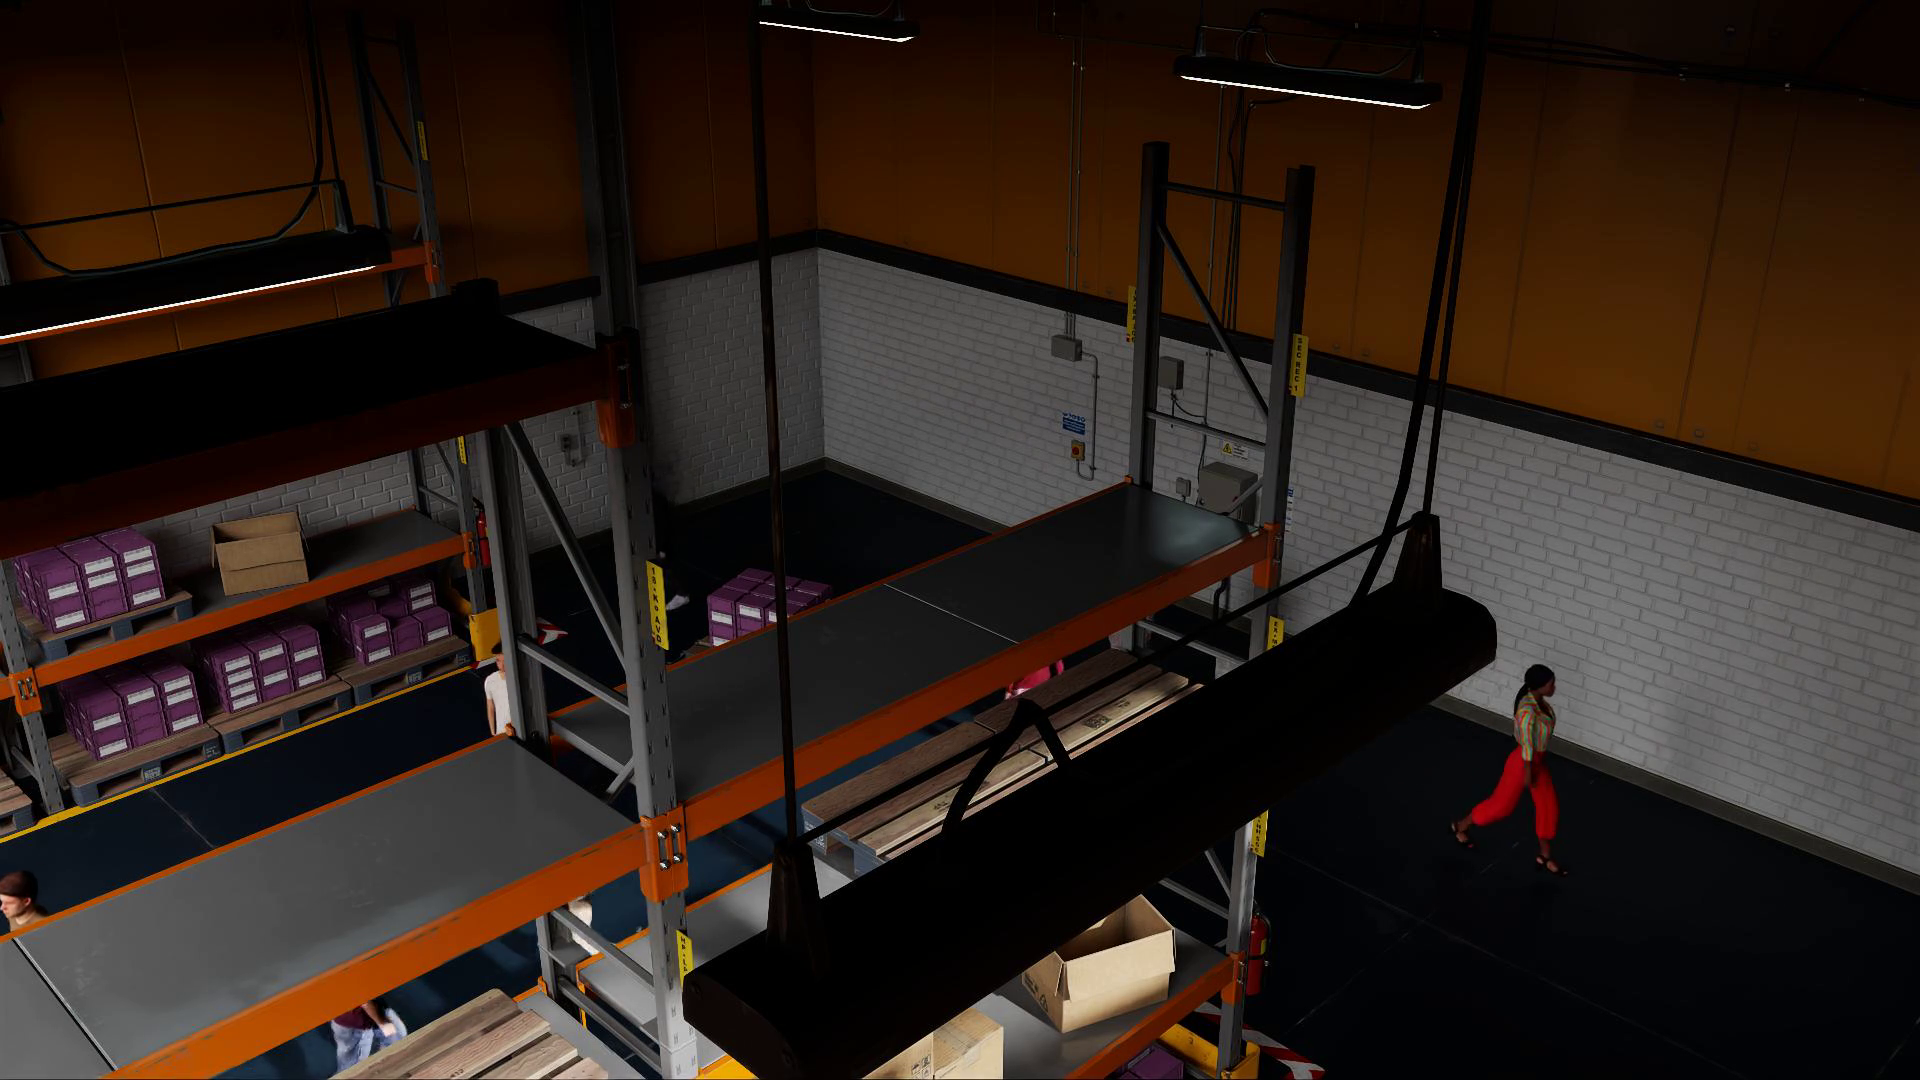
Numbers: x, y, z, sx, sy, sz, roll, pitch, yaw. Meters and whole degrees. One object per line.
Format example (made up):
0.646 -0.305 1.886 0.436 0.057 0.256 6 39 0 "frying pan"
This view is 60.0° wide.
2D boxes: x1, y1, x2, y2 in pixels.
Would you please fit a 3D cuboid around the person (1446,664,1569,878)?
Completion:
4.229 1.755 12.749 0.869 1.748 1.172 13 27 28 "person"

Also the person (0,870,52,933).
-5.513 2.796 10.298 0.810 1.804 1.324 17 29 33 "person"

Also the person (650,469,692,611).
-3.034 0.044 16.723 0.943 1.700 1.244 14 27 29 "person"
